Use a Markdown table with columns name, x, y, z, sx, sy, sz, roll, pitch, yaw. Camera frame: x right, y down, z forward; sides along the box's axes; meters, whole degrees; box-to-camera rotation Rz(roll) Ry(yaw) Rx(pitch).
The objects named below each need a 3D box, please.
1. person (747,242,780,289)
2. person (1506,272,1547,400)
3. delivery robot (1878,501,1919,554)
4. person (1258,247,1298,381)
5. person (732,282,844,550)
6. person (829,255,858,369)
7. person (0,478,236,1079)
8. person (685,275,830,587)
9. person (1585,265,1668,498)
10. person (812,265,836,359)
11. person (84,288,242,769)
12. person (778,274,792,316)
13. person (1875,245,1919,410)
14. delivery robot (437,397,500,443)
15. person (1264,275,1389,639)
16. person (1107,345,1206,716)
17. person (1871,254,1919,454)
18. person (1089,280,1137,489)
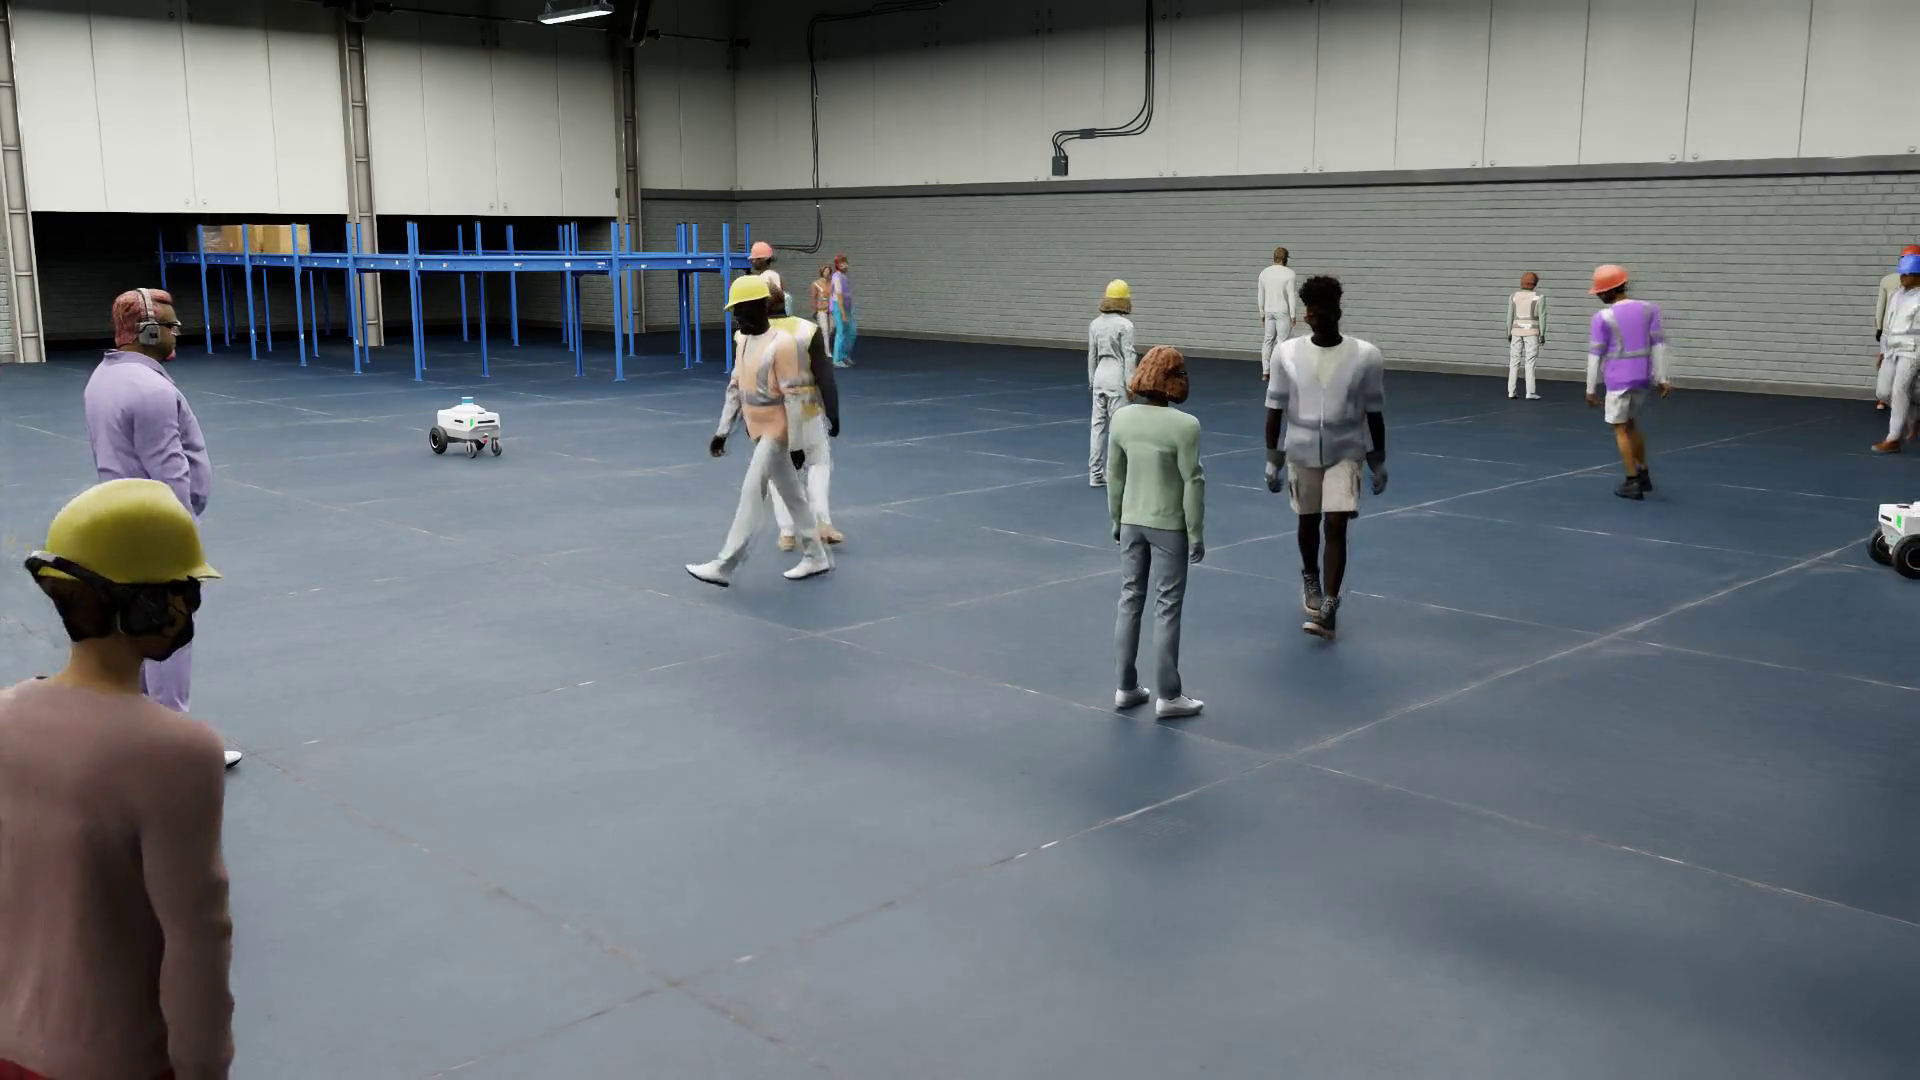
| name | x | y | z | sx | sy | sz | roll | pitch | yaw |
| --- | --- | --- | --- | --- | --- | --- | --- | --- | --- |
| person | -2.320 | -2.603 | 20.248 | 0.640 | 2.030 | 0.634 | 2 | 11 | 10 |
| person | 7.312 | -2.634 | 21.490 | 0.307 | 1.636 | 0.525 | -10 | 14 | -44 |
| delivery robot | 6.214 | -0.099 | 10.485 | 0.707 | 0.478 | 0.477 | 2 | 11 | 9 |
| person | 4.632 | -3.285 | 24.216 | 0.356 | 1.938 | 0.638 | -10 | 14 | -44 |
| person | -1.176 | -0.839 | 11.283 | 0.719 | 1.805 | 0.449 | 1 | 10 | 5 |
| person | -1.869 | -3.632 | 26.494 | 0.430 | 1.801 | 0.675 | 3 | 11 | 18 |
| person | -1.336 | 0.785 | 2.566 | 0.535 | 1.745 | 0.557 | 5 | 11 | 24 |
| person | -1.233 | -0.650 | 10.048 | 1.036 | 1.857 | 0.596 | -6 | 12 | -30 |
| person | 5.370 | -1.281 | 13.464 | 0.637 | 1.870 | 0.482 | -3 | 11 | -17 |
| person | -2.329 | -3.987 | 28.944 | 0.522 | 1.610 | 0.763 | -5 | 12 | -25 |
| person | -3.164 | -0.036 | 6.592 | 0.407 | 1.904 | 0.655 | -10 | 14 | -44 |
| person | -2.432 | -2.665 | 21.764 | 0.514 | 1.600 | 0.808 | 9 | 14 | 40 |
| person | 11.482 | -2.582 | 20.232 | 0.388 | 1.992 | 0.625 | -10 | 14 | -44 |
| delivery robot | -4.791 | -1.150 | 16.215 | 0.477 | 0.478 | 0.707 | -10 | 14 | -44 |
| person | 1.979 | -0.465 | 8.956 | 0.657 | 1.906 | 1.026 | 4 | 11 | 19 |
| person | 0.873 | -0.044 | 7.376 | 0.265 | 1.632 | 0.509 | -10 | 14 | -44 |
| person | 9.262 | -1.815 | 16.209 | 0.599 | 1.932 | 0.611 | -2 | 11 | -9 |
| person | 1.295 | -1.305 | 13.991 | 0.359 | 1.735 | 0.504 | -9 | 14 | -41 |
